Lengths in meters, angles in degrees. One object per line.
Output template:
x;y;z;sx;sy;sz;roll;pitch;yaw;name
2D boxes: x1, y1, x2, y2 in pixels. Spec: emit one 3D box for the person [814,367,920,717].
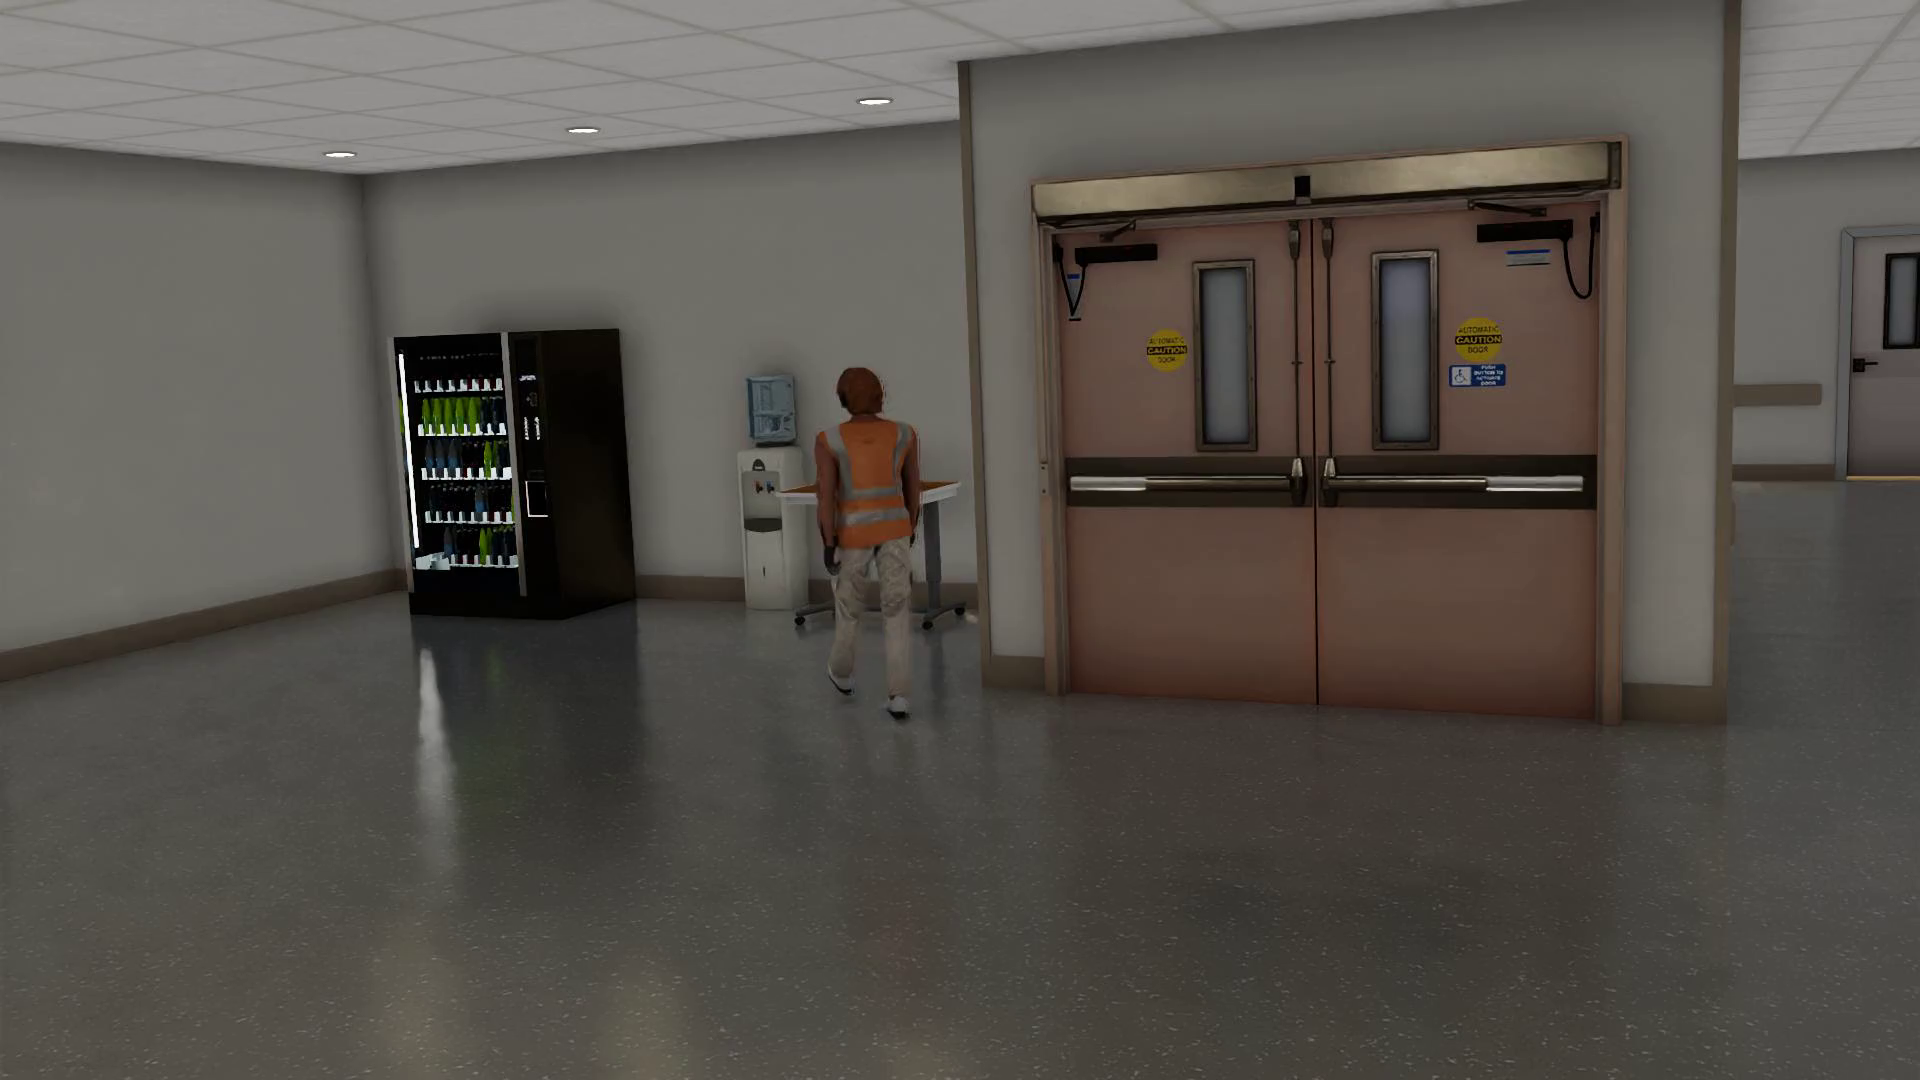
-0.434;-0.005;7.828;0.525;1.599;0.821;-4;8;-14;person
